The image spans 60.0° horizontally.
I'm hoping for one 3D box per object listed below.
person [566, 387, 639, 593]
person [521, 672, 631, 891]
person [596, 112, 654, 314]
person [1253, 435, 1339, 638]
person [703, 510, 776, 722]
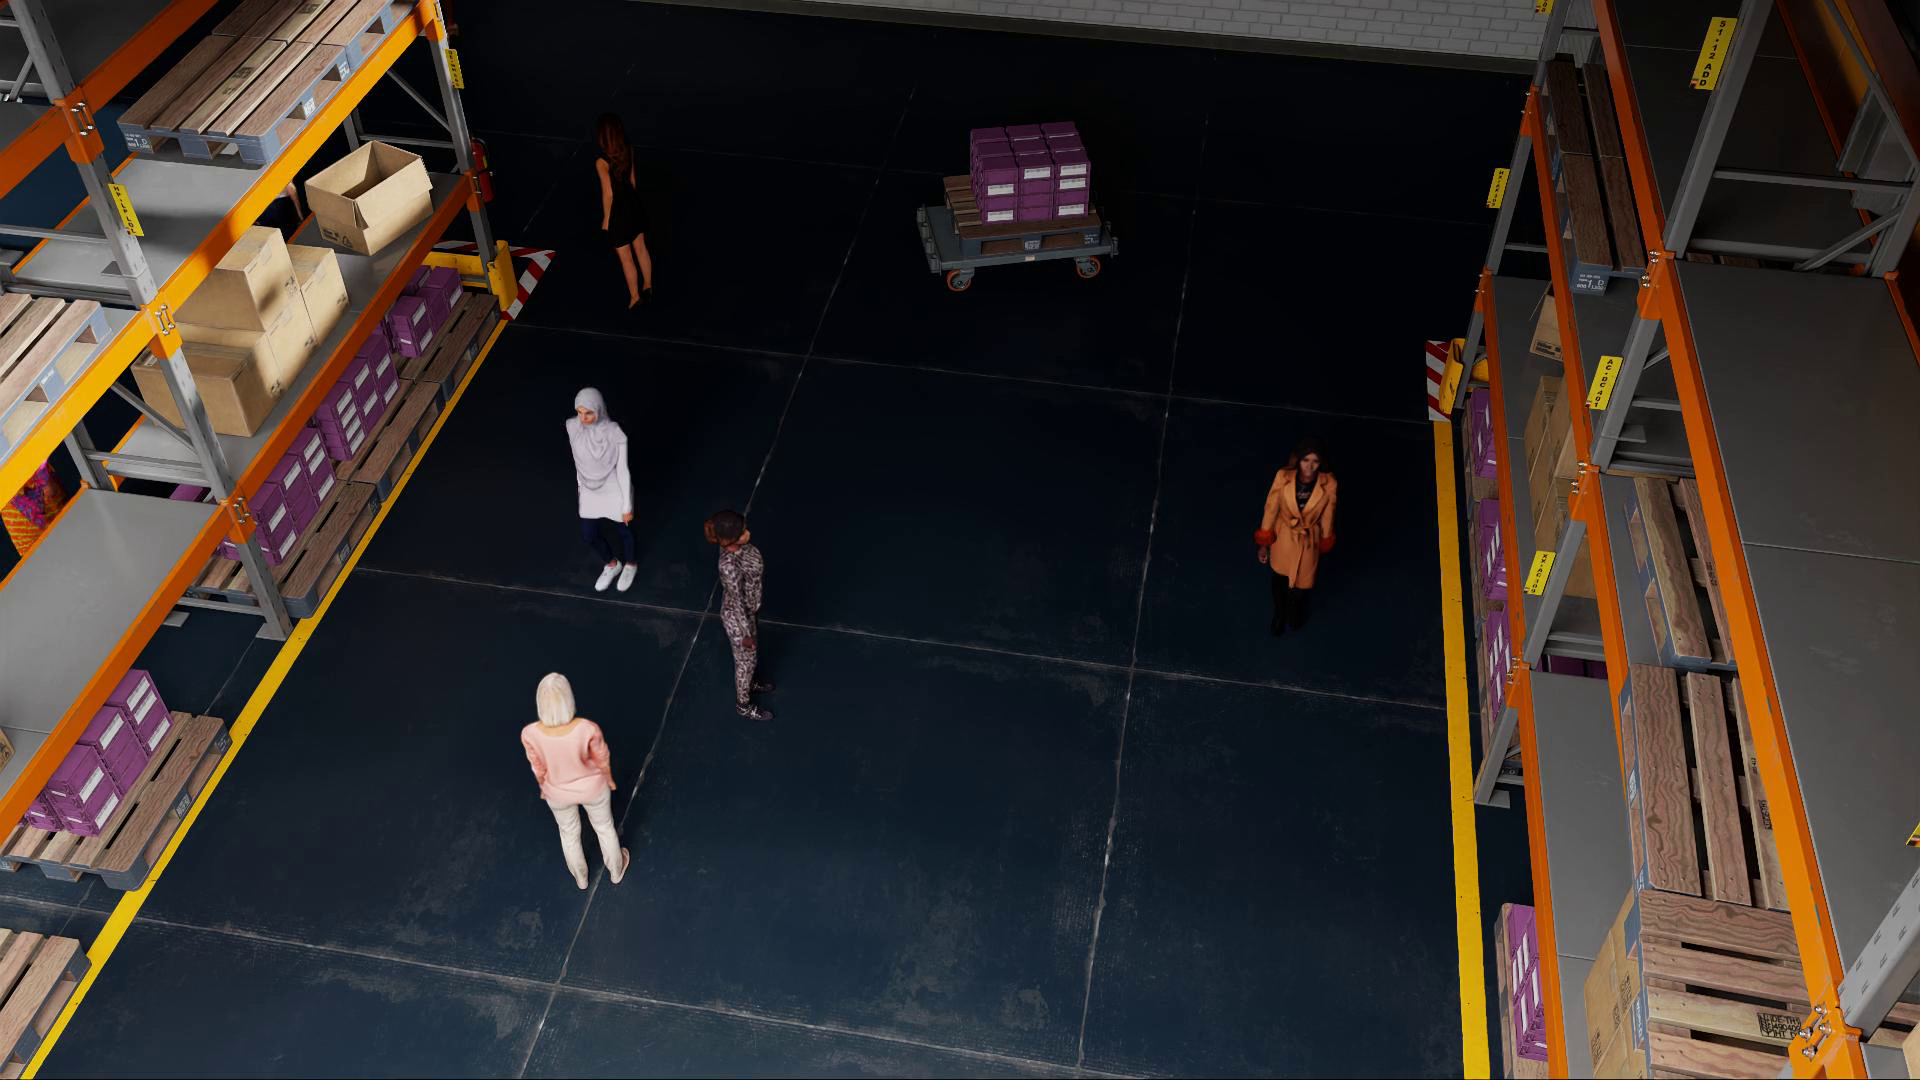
[{"bbox_3d":[-2.359,-0.390,11.318,0.683,1.766,0.650,14,45,14],"label":"person"},{"bbox_3d":[-2.197,1.389,9.481,0.667,1.725,0.633,-6,44,-7],"label":"person"},{"bbox_3d":[-2.762,-2.677,13.669,0.709,1.835,0.574,22,48,21],"label":"person"},{"bbox_3d":[2.216,-0.048,11.002,0.727,1.708,0.727,13,45,13],"label":"person"},{"bbox_3d":[-1.371,0.458,10.466,0.684,1.714,0.560,-2,44,-2],"label":"person"}]
